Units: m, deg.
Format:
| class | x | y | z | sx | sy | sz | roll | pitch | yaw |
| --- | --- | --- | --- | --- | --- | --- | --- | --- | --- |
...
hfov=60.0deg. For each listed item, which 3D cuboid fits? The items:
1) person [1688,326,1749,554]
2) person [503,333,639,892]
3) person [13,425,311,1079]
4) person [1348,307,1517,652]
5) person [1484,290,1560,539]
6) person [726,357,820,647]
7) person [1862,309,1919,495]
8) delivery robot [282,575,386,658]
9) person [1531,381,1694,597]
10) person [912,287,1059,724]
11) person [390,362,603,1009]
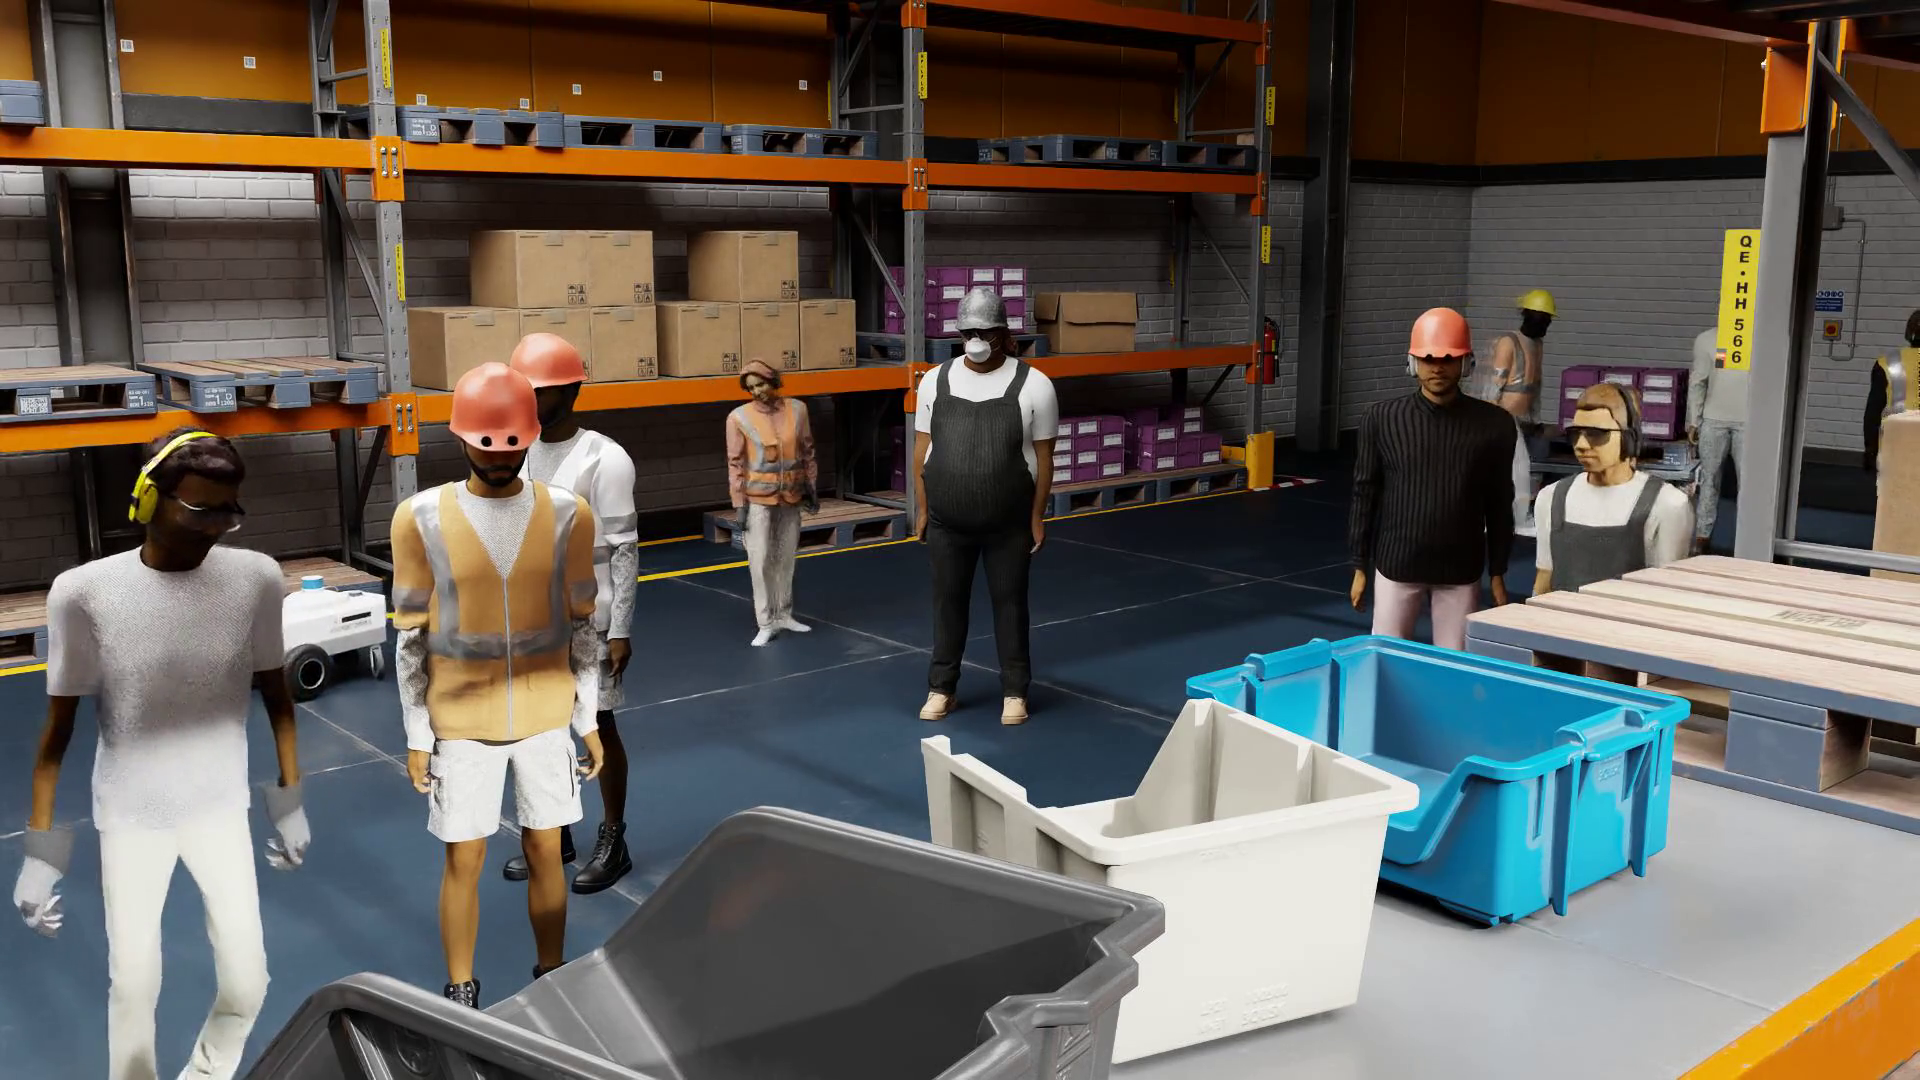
| class | x | y | z | sx | sy | sz | roll | pitch | yaw |
| --- | --- | --- | --- | --- | --- | --- | --- | --- | --- |
| person | 5.548 | -0.844 | 11.917 | 0.631 | 1.935 | 0.368 | 7 | 12 | 34 |
| person | -1.374 | 0.259 | 5.731 | 0.551 | 1.935 | 0.375 | 5 | 11 | 26 |
| person | -1.805 | 0.654 | 3.781 | 0.620 | 1.840 | 0.401 | -6 | 12 | -31 |
| person | 1.816 | 0.105 | 6.429 | 0.616 | 1.993 | 0.395 | 2 | 10 | 11 |
| person | 4.243 | -0.951 | 12.660 | 0.878 | 1.882 | 0.594 | 8 | 13 | 36 |
| person | -1.066 | -0.219 | 9.328 | 0.573 | 1.614 | 0.398 | -7 | 12 | -35 |
| person | 6.226 | -0.594 | 10.837 | 0.628 | 1.829 | 0.510 | 2 | 10 | 13 |
| delivery robot | -3.265 | 0.423 | 8.421 | 0.477 | 0.478 | 0.707 | 6 | 12 | 30 |
| person | 2.030 | 0.410 | 5.208 | 0.693 | 1.826 | 0.521 | -10 | 14 | -44 |
| person | 0.096 | -0.150 | 7.731 | 0.684 | 2.000 | 0.538 | 2 | 10 | 11 |
| person | -1.229 | 0.484 | 4.497 | 0.542 | 1.929 | 0.369 | -5 | 11 | -24 |
